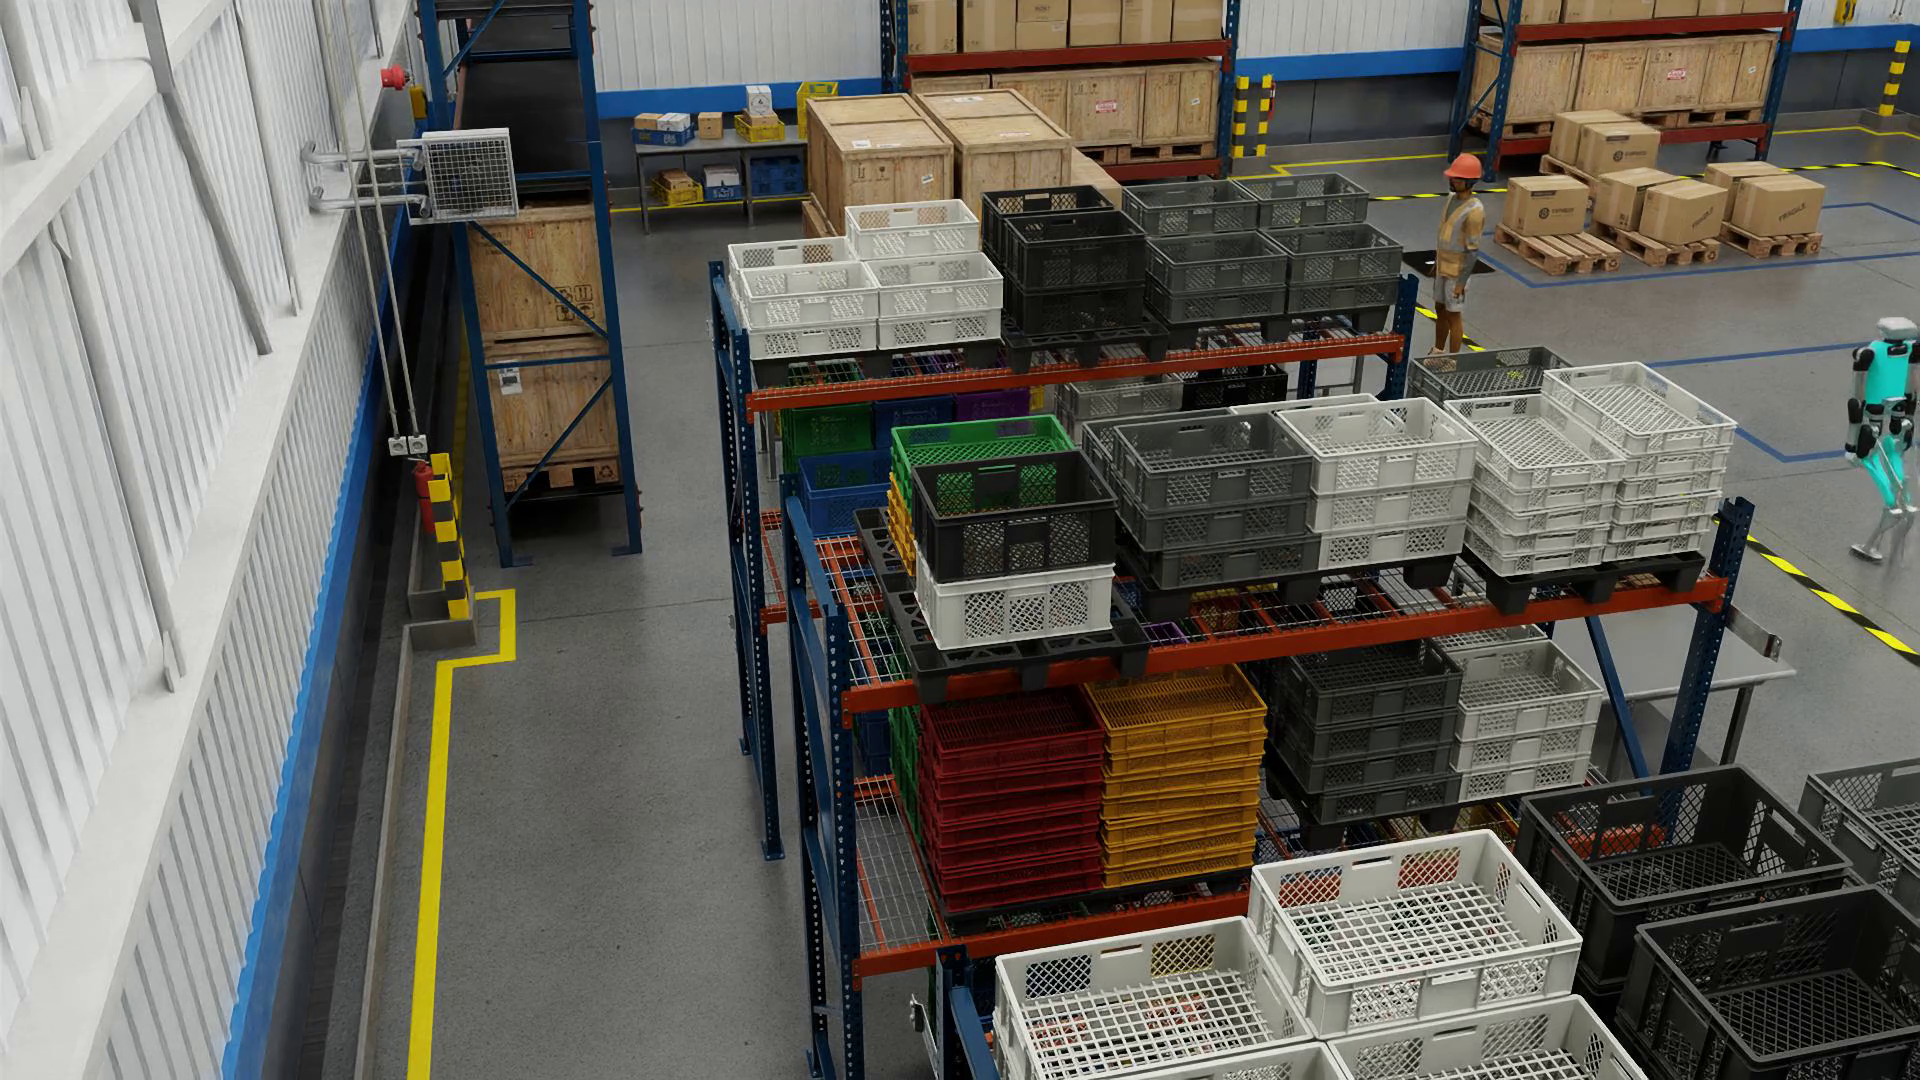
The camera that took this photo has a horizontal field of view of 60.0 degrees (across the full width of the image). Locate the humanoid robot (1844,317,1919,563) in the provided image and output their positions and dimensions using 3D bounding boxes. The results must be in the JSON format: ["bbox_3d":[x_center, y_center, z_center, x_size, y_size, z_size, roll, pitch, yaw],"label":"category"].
[{"bbox_3d":[6.548,-0.581,11.669,0.557,1.866,0.788,-7,29,-14],"label":"humanoid robot"}]

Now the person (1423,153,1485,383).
[{"bbox_3d":[4.335,-2.397,14.689,0.367,2.048,0.606,-5,28,-9],"label":"person"}]

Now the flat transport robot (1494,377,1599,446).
[{"bbox_3d":[4.780,-1.036,14.013,0.659,0.231,1.431,-6,28,-12],"label":"flat transport robot"}]

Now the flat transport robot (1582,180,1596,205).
[{"bbox_3d":[7.660,-4.196,19.978,1.431,0.197,0.652,-6,28,-12],"label":"flat transport robot"}]
